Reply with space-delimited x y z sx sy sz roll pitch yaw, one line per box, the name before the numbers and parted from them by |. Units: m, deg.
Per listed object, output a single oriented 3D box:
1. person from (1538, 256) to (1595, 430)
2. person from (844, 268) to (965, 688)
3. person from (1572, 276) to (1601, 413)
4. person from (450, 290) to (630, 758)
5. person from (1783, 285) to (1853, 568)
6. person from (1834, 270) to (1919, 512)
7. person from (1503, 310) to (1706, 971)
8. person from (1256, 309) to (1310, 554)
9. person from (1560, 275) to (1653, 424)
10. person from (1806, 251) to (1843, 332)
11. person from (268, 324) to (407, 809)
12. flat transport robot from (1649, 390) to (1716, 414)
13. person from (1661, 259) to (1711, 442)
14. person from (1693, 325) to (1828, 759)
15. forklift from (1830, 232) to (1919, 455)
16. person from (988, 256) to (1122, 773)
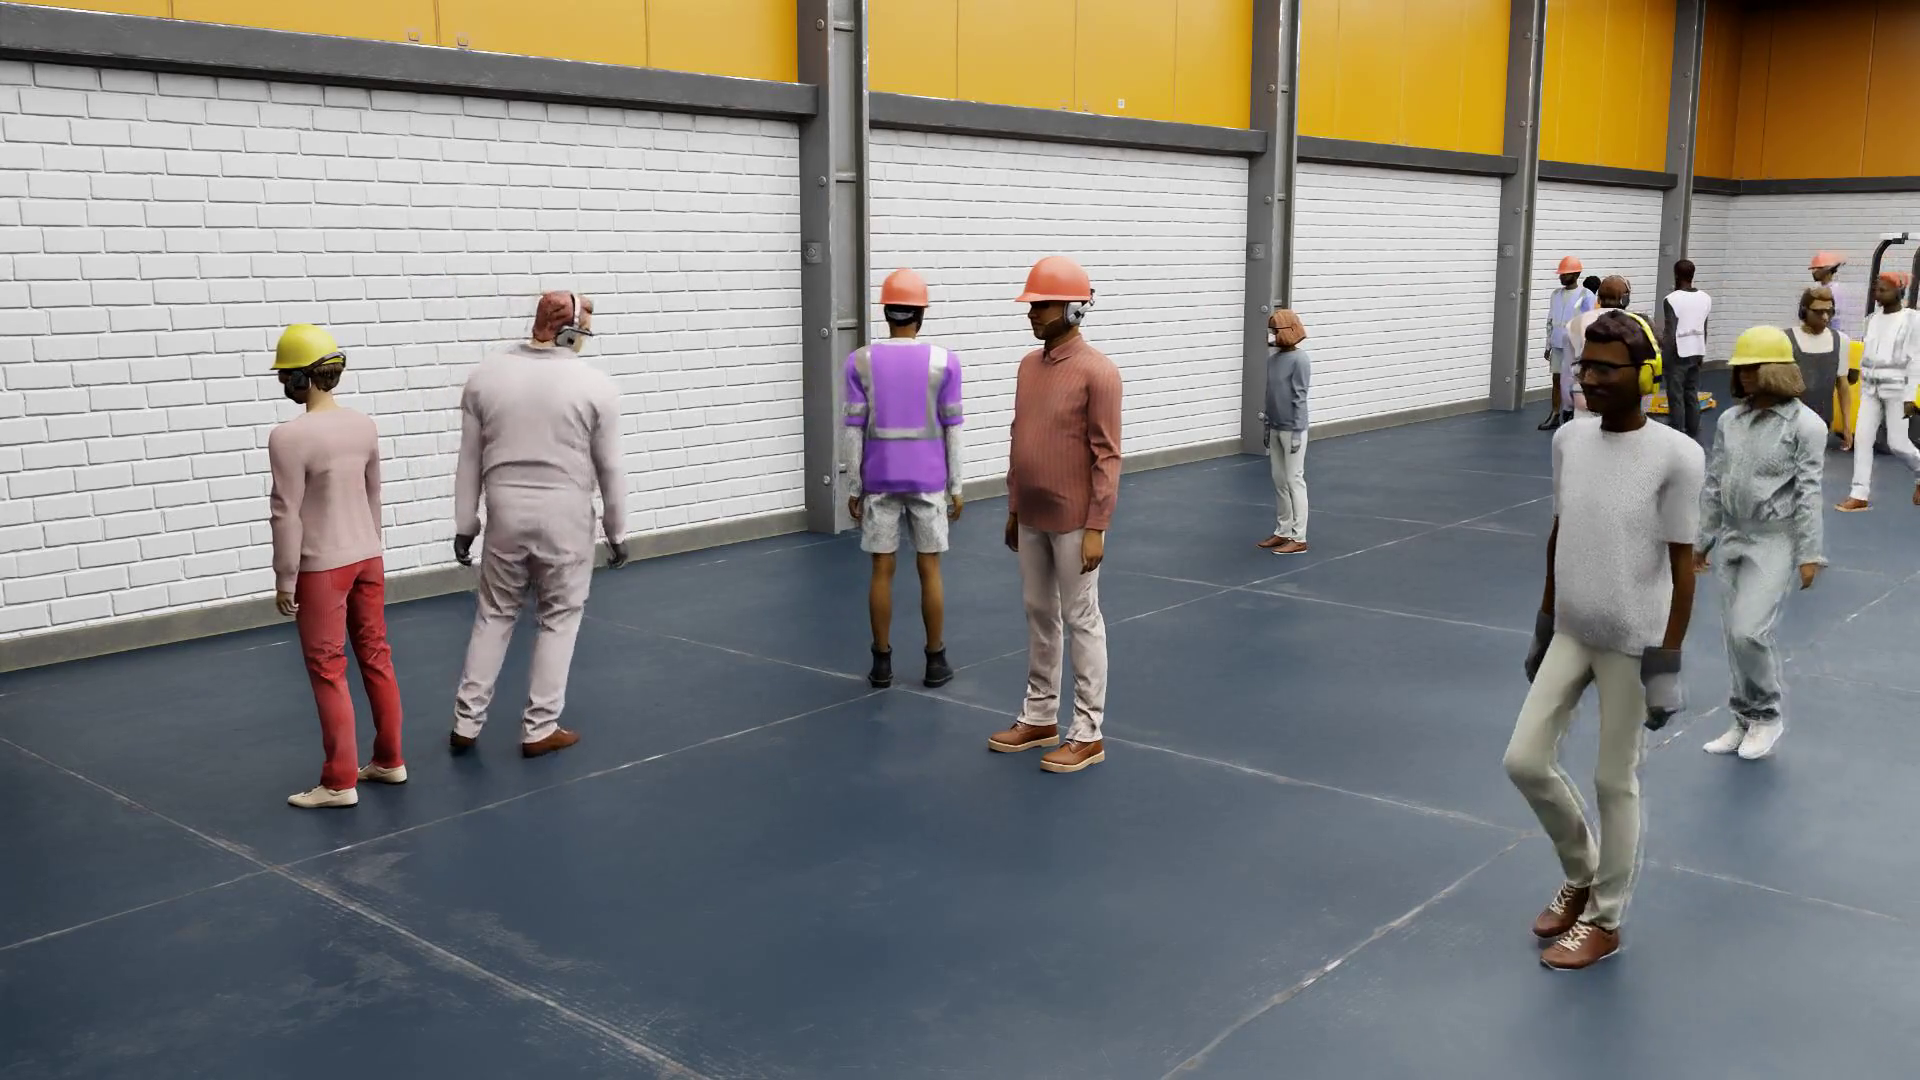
person | 6.717 -2.163 18.418 0.355 1.934 0.553 -7 12 -36
person | -0.251 -0.278 7.685 0.551 1.935 0.373 1 10 3
person | 7.732 -2.403 20.483 0.532 1.691 0.318 2 10 13
person | -1.674 -0.062 6.666 0.718 1.863 0.423 1 10 5
person | 5.490 -0.771 10.877 0.546 1.807 0.934 0 10 -1
person | 7.171 -1.132 12.754 0.765 1.863 0.577 -4 11 -20
person | 1.770 0.296 4.627 0.385 1.859 0.548 -6 11 -30
person | 2.166 -0.720 11.090 0.284 1.624 0.494 -3 10 -18
person | 4.565 -0.942 11.739 0.634 1.839 0.429 7 12 36
person | 9.801 -2.236 18.670 0.990 2.009 0.606 4 11 19
person | -2.313 0.094 6.084 0.349 1.758 0.521 4 11 19
flat transport robot | 8.861 -1.711 20.580 0.652 0.197 1.431 7 12 35
person | 7.100 -1.787 16.332 0.590 1.916 0.386 -5 11 -27
person | 3.120 0.024 6.555 0.398 1.726 0.502 -4 11 -20
forklift | 9.955 -1.972 16.595 2.313 2.155 1.214 1 10 8
person | 0.380 -0.101 6.509 0.377 1.995 0.612 -7 12 -35
